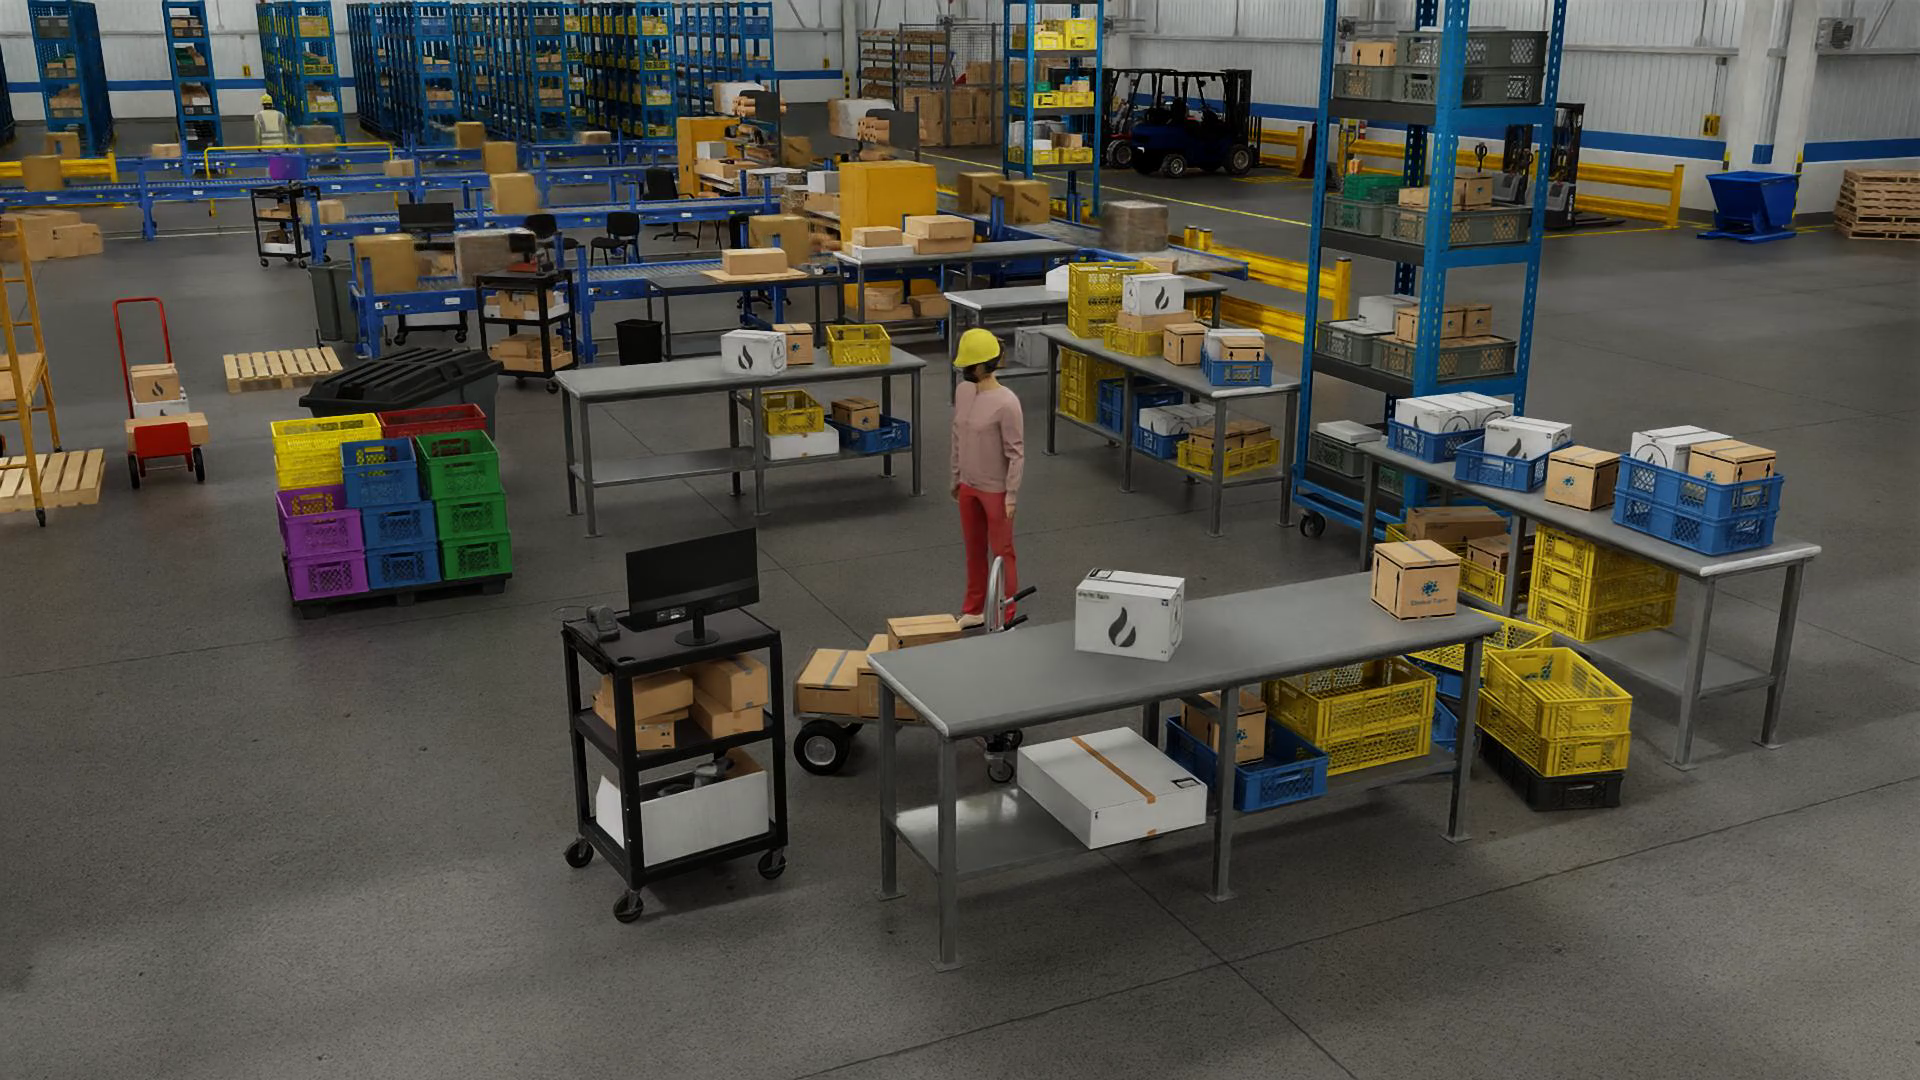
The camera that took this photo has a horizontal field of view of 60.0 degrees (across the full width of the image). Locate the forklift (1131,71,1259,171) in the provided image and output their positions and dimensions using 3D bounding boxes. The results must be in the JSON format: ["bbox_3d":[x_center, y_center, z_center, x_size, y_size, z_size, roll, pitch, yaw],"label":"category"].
[{"bbox_3d":[4.998,-8.936,35.413,2.680,1.987,1.157,-9,20,-25],"label":"forklift"}]

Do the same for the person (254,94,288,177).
[{"bbox_3d":[-13.431,-7.758,32.476,0.590,1.833,0.403,-11,21,-31],"label":"person"}]

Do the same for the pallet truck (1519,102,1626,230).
[{"bbox_3d":[9.972,-6.037,26.785,1.885,1.965,0.823,-9,20,-25],"label":"pallet truck"}]

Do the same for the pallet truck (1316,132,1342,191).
[{"bbox_3d":[7.723,-7.504,32.656,1.601,1.201,0.680,-8,19,-23],"label":"pallet truck"}]

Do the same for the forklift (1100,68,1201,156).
[{"bbox_3d":[4.082,-9.564,37.410,2.680,1.987,1.157,-8,19,-23],"label":"forklift"}]

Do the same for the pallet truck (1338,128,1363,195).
[{"bbox_3d":[7.845,-7.140,31.411,1.522,1.261,0.704,-9,20,-25],"label":"pallet truck"}]

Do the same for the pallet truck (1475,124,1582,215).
[{"bbox_3d":[9.707,-6.455,28.103,1.885,1.965,0.823,-7,19,-20],"label":"pallet truck"}]

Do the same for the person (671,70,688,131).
[{"bbox_3d":[-7.818,-12.357,47.016,0.955,1.793,0.595,-9,20,-26],"label":"person"}]

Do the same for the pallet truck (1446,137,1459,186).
[{"bbox_3d":[9.184,-6.485,29.328,1.630,1.274,0.653,-8,19,-23],"label":"pallet truck"}]

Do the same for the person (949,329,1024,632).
[{"bbox_3d":[0.124,-0.283,9.052,0.337,1.759,0.524,-14,22,-37],"label":"person"}]
